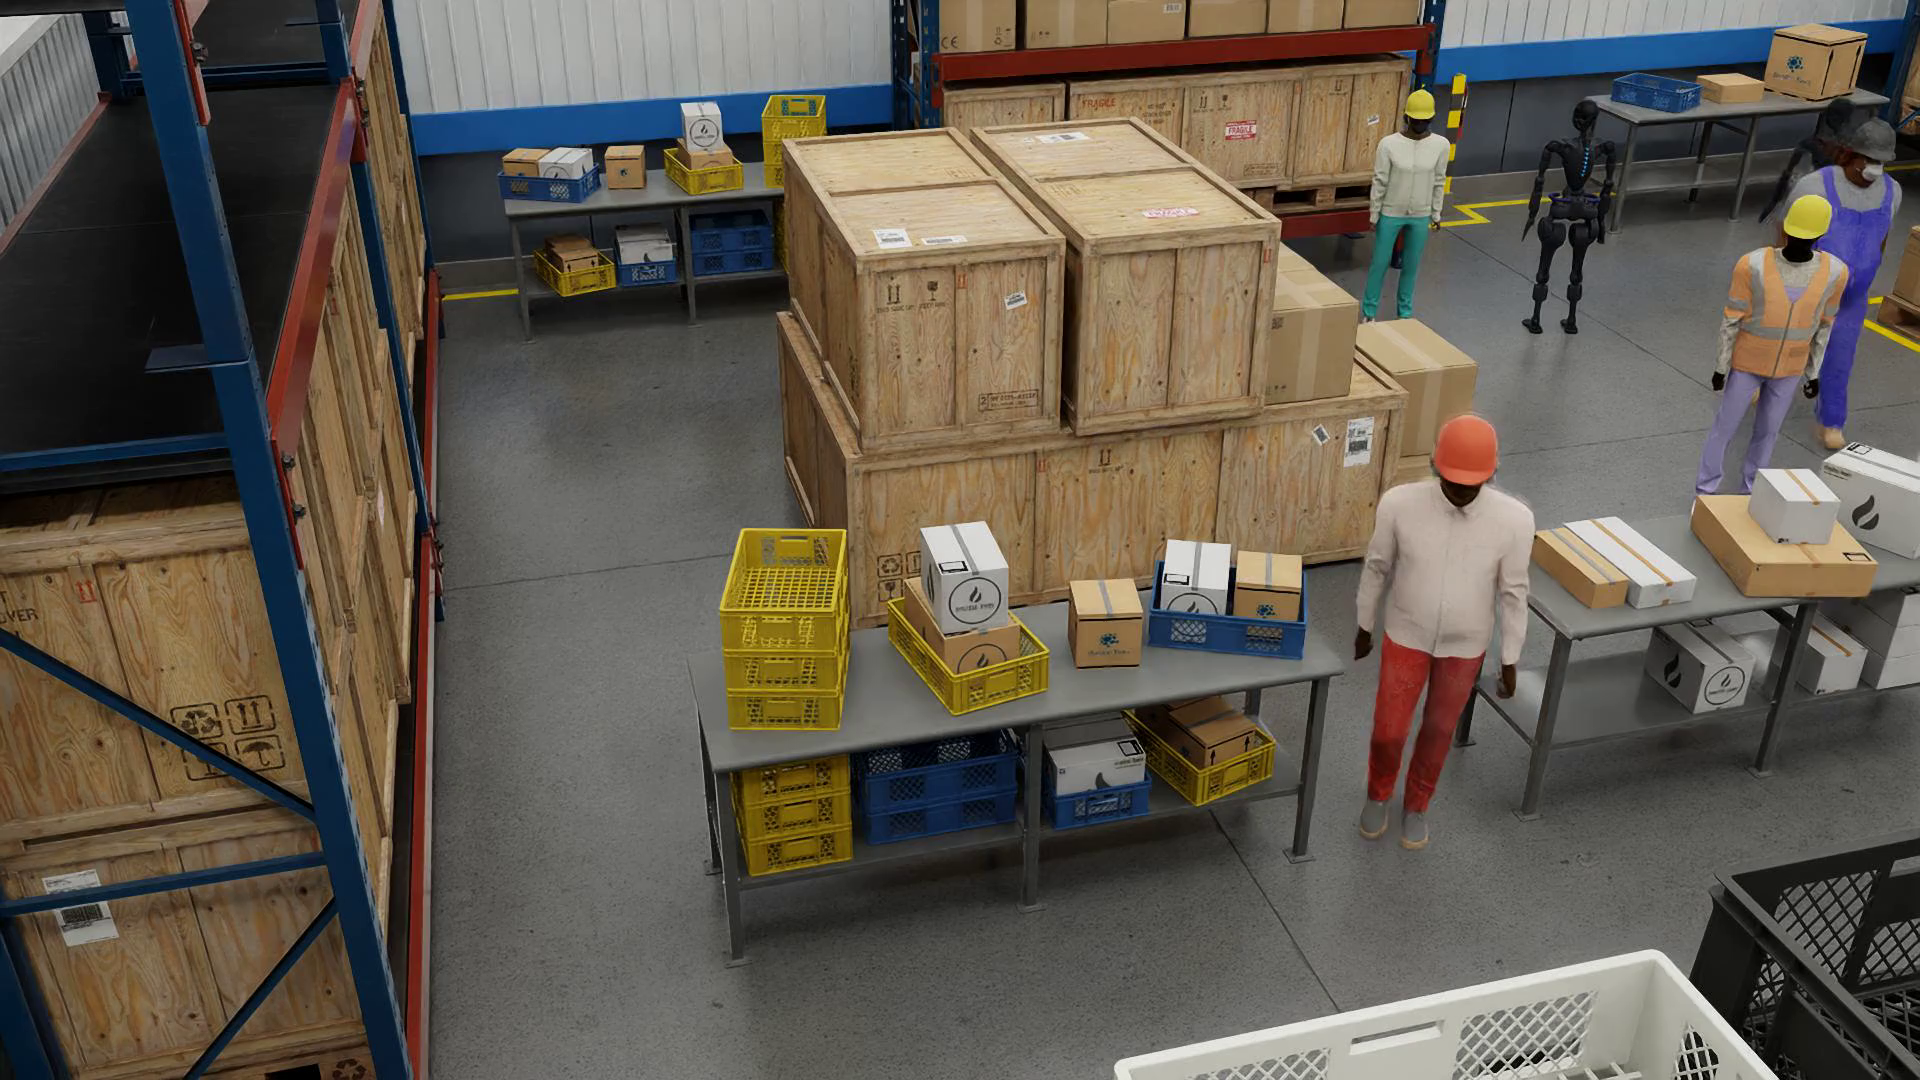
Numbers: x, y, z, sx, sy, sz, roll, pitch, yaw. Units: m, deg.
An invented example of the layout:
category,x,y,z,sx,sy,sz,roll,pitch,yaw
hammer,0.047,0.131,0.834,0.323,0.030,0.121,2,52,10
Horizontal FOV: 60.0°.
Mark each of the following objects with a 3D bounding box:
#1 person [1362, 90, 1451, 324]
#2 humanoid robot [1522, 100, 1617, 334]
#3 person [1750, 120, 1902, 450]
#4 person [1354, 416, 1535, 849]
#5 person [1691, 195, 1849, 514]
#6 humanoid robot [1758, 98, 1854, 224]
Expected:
category,x,y,z,sx,sy,sz,roll,pitch,yaw
person,3.142,-2.287,11.715,0.528,1.767,0.327,-1,29,-2
humanoid robot,4.317,-2.287,11.805,0.580,1.653,0.315,1,29,2
person,5.366,-1.669,10.312,0.687,2.000,1.000,2,29,4
person,1.900,0.400,6.619,0.640,1.972,0.467,6,29,10
person,4.465,-0.973,9.168,0.587,1.923,0.379,4,29,8
humanoid robot,6.171,-2.366,12.007,0.548,1.621,0.818,-3,29,-5
